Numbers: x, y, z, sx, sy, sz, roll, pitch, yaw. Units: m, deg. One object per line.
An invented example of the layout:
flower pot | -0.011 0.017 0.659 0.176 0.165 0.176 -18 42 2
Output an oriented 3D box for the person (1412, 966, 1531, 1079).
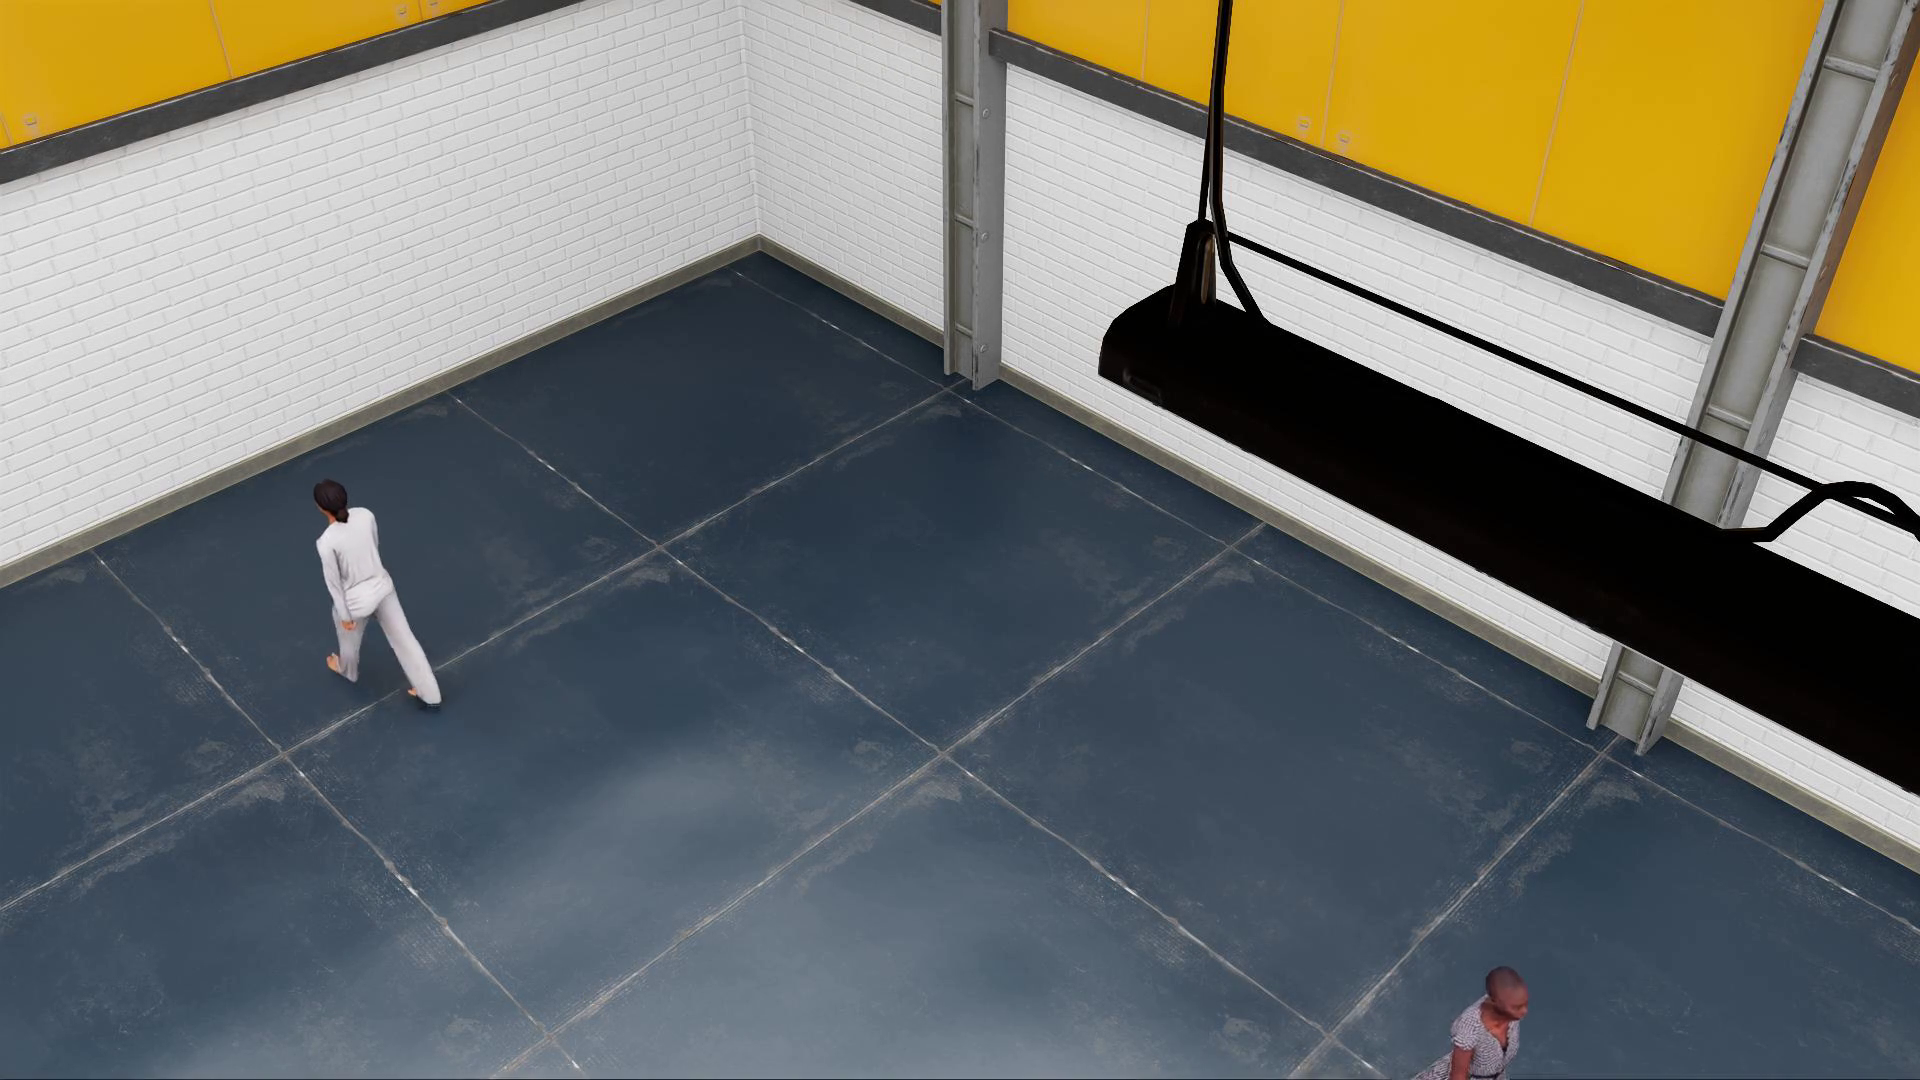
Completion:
person | 2.297 2.549 7.834 0.778 1.734 1.239 -24 45 -27

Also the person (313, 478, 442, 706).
person | -3.715 0.392 10.575 1.215 1.684 0.812 22 44 25
